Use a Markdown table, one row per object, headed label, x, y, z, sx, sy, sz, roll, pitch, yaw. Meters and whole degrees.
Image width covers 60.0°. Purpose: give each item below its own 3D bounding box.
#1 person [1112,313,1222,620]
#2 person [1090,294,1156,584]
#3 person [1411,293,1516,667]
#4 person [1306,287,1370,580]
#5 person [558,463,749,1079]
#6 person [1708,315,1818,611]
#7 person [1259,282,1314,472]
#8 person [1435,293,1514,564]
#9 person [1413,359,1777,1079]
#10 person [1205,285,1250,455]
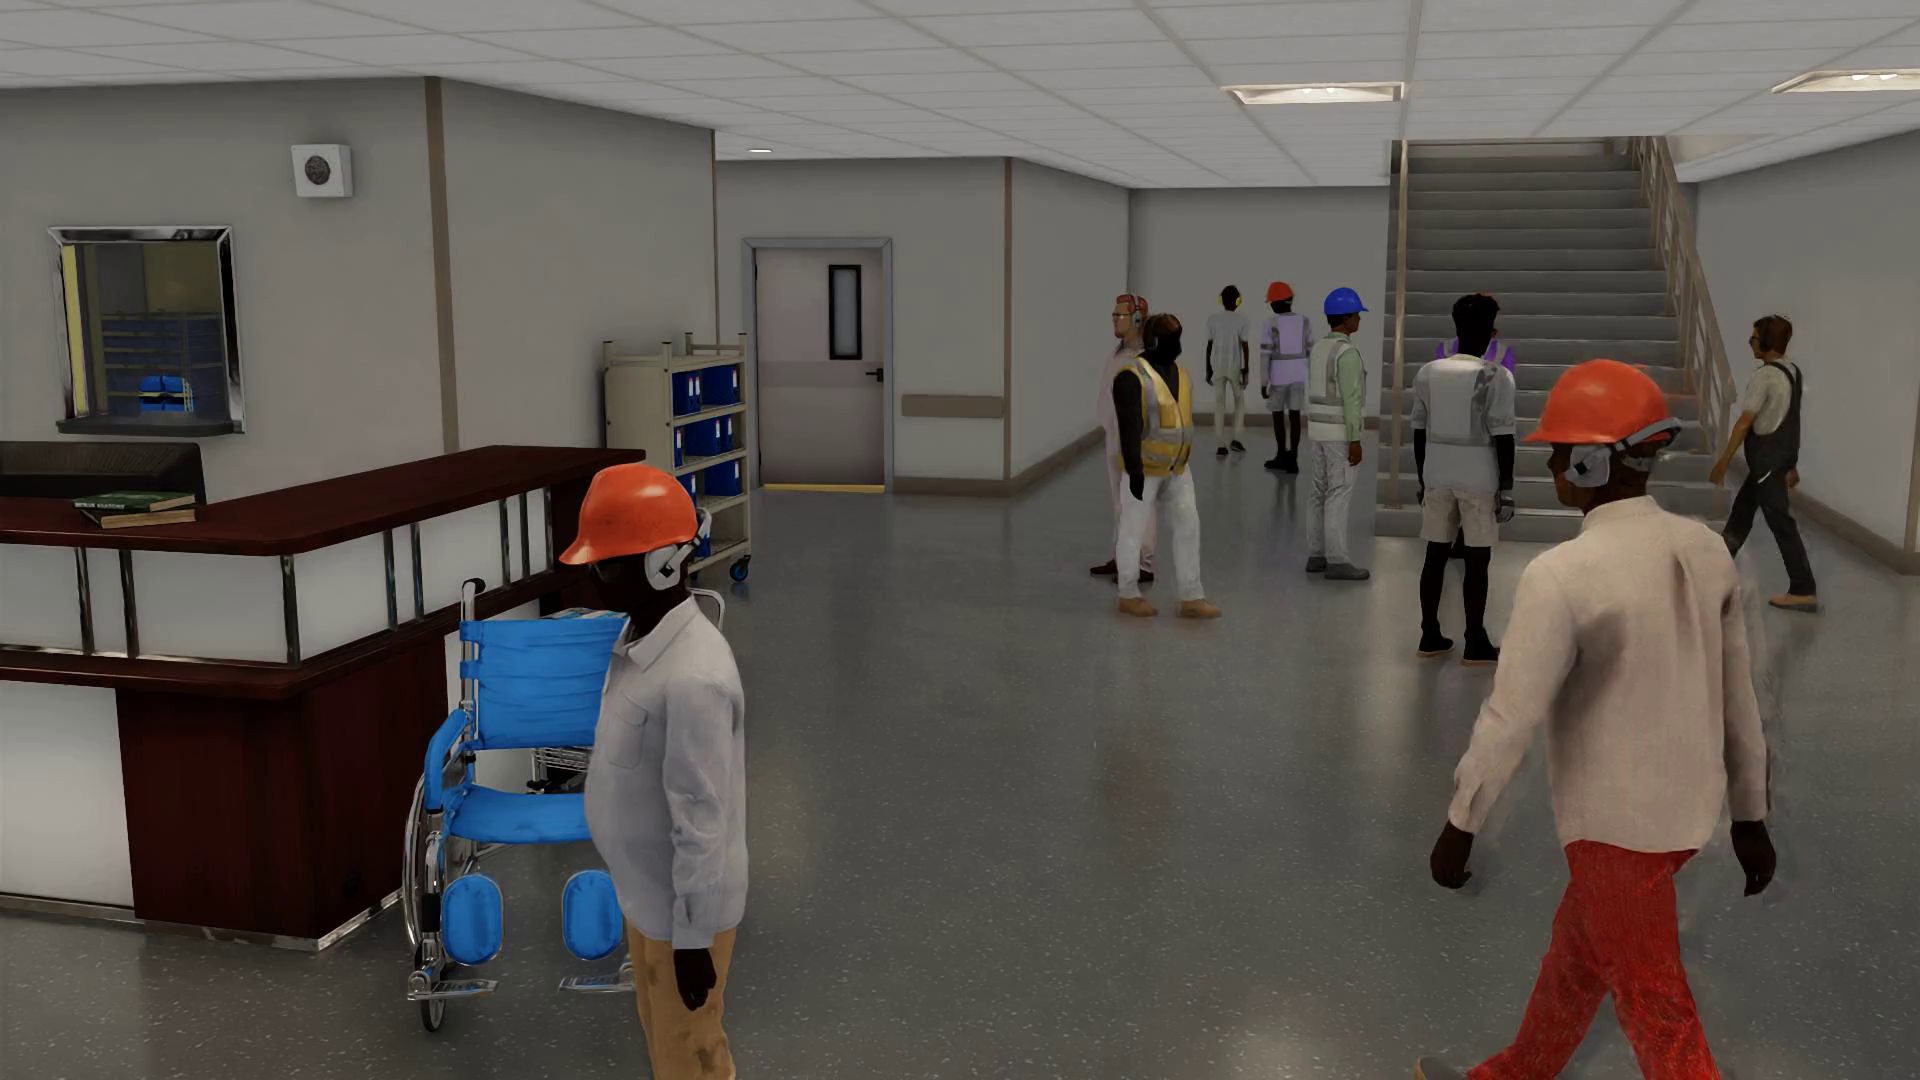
| label | x | y | z | sx | sy | sz | roll | pitch | yaw |
| --- | --- | --- | --- | --- | --- | --- | --- | --- | --- |
| person | 1.228 | -0.410 | 9.774 | 0.650 | 1.815 | 0.799 | -8 | 12 | -39 |
| person | 1.114 | -0.669 | 11.049 | 0.410 | 1.908 | 0.642 | -3 | 10 | -18 |
| person | 2.666 | -0.316 | 8.790 | 0.367 | 1.966 | 0.607 | -8 | 13 | -40 |
| person | 2.527 | -0.709 | 11.148 | 0.381 | 1.951 | 0.605 | -2 | 10 | -13 |
| person | -0.622 | 0.706 | 3.425 | 0.352 | 1.743 | 0.564 | -4 | 10 | -22 |
| person | 4.953 | -0.490 | 10.320 | 0.511 | 1.794 | 0.970 | -9 | 13 | -43 |
| person | 3.299 | -1.626 | 16.669 | 0.662 | 1.906 | 0.604 | -2 | 10 | -9 |
| person | 3.537 | -0.757 | 11.595 | 0.566 | 1.891 | 0.906 | 4 | 10 | 21 |
| person | 1.413 | 0.586 | 3.602 | 0.649 | 1.933 | 1.043 | -7 | 12 | -35 |
| person | 2.923 | -1.848 | 18.173 | 0.512 | 1.852 | 0.571 | 3 | 10 | 19 |
